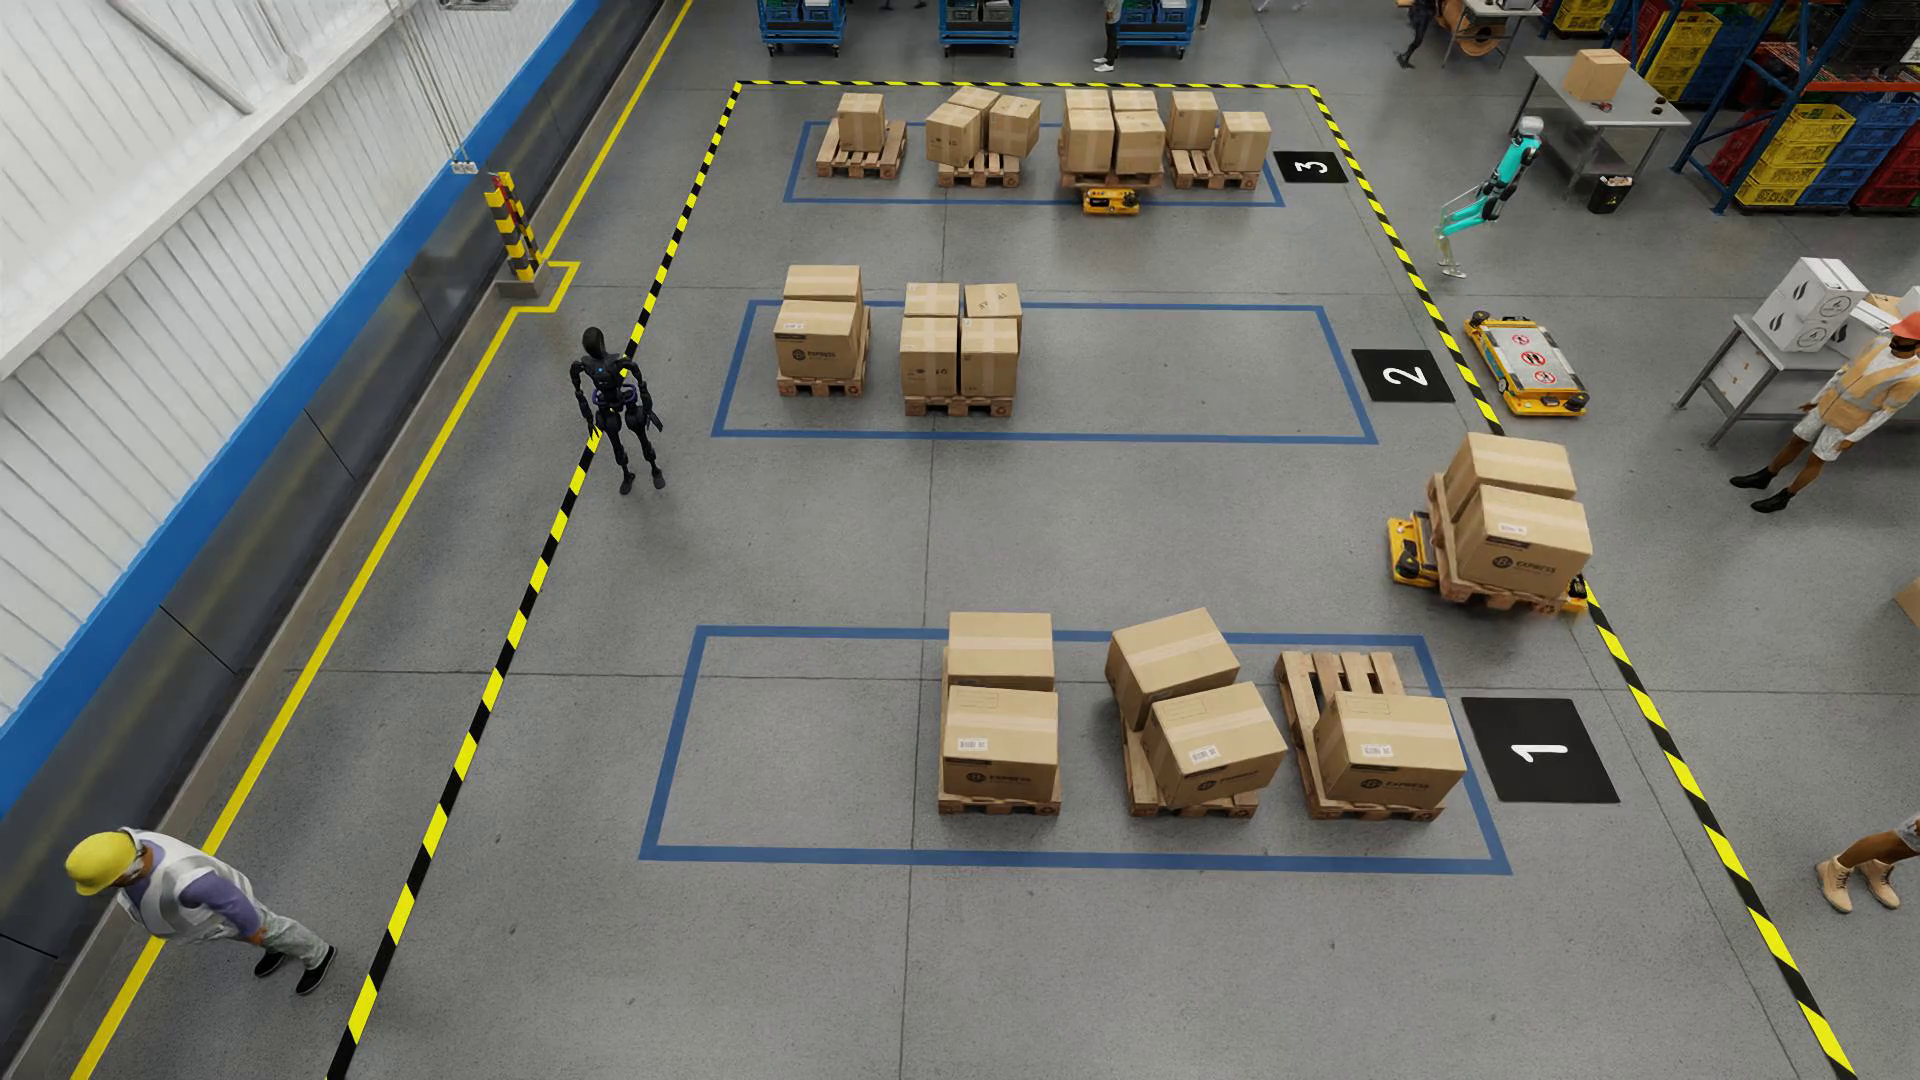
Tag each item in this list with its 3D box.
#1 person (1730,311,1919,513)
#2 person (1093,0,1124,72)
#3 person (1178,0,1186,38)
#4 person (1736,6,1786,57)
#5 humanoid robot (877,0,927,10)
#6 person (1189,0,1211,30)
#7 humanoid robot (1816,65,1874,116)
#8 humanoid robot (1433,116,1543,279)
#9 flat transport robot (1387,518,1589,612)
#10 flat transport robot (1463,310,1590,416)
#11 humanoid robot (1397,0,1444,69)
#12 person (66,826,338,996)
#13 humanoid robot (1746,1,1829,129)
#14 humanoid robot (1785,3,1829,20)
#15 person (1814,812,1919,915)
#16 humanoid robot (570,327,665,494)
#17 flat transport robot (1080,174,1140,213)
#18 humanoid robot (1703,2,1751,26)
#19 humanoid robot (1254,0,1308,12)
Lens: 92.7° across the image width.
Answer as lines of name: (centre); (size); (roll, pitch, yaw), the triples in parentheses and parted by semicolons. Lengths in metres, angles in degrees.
person: (6.991, -0.995, 7.290); (0.357, 1.939, 0.542); (-1, 49, -1)
person: (2.162, -7.752, 13.196); (0.400, 1.852, 0.588); (6, 49, 5)
person: (3.271, -8.583, 14.011); (0.882, 1.697, 0.509); (26, 54, 21)
person: (12.104, -8.095, 13.480); (0.517, 1.873, 0.328); (-1, 49, -1)
humanoid robot: (-0.961, -9.441, 14.822); (0.844, 1.618, 0.608); (-17, 51, -14)
person: (3.788, -8.917, 14.208); (0.504, 1.846, 0.346); (-7, 49, -6)
humanoid robot: (11.020, -5.648, 11.482); (0.349, 1.653, 0.615); (12, 50, 10)
humanoid robot: (5.367, -3.567, 9.563); (0.735, 1.673, 0.533); (8, 50, 7)
flat transport robot: (4.241, 0.150, 7.385); (1.431, 0.197, 0.652); (9, 50, 8)
flat transport robot: (5.573, -1.757, 9.054); (0.659, 0.231, 1.431); (1, 49, 1)
humanoid robot: (6.783, -7.705, 13.273); (0.602, 1.648, 0.343); (-27, 54, -22)
person: (-3.935, 1.949, 4.818); (0.586, 1.822, 0.404); (17, 51, 14)
humanoid robot: (10.607, -6.012, 11.799); (0.405, 1.646, 0.599); (3, 49, 2)
humanoid robot: (11.854, -7.510, 13.126); (0.809, 1.879, 0.553); (-7, 49, -6)
person: (5.651, 1.522, 5.041); (0.605, 2.048, 0.366); (-2, 49, -2)
humanoid robot: (-2.773, -1.039, 7.494); (0.599, 1.654, 0.315); (-8, 50, -7)
flat transport robot: (1.835, -4.541, 11.446); (0.652, 0.197, 1.431); (1, 49, 1)
humanoid robot: (10.822, -7.527, 13.152); (0.766, 1.899, 0.542); (-2, 49, -2)
humanoid robot: (5.443, -9.419, 14.749); (1.005, 1.779, 0.530); (-8, 50, -7)
